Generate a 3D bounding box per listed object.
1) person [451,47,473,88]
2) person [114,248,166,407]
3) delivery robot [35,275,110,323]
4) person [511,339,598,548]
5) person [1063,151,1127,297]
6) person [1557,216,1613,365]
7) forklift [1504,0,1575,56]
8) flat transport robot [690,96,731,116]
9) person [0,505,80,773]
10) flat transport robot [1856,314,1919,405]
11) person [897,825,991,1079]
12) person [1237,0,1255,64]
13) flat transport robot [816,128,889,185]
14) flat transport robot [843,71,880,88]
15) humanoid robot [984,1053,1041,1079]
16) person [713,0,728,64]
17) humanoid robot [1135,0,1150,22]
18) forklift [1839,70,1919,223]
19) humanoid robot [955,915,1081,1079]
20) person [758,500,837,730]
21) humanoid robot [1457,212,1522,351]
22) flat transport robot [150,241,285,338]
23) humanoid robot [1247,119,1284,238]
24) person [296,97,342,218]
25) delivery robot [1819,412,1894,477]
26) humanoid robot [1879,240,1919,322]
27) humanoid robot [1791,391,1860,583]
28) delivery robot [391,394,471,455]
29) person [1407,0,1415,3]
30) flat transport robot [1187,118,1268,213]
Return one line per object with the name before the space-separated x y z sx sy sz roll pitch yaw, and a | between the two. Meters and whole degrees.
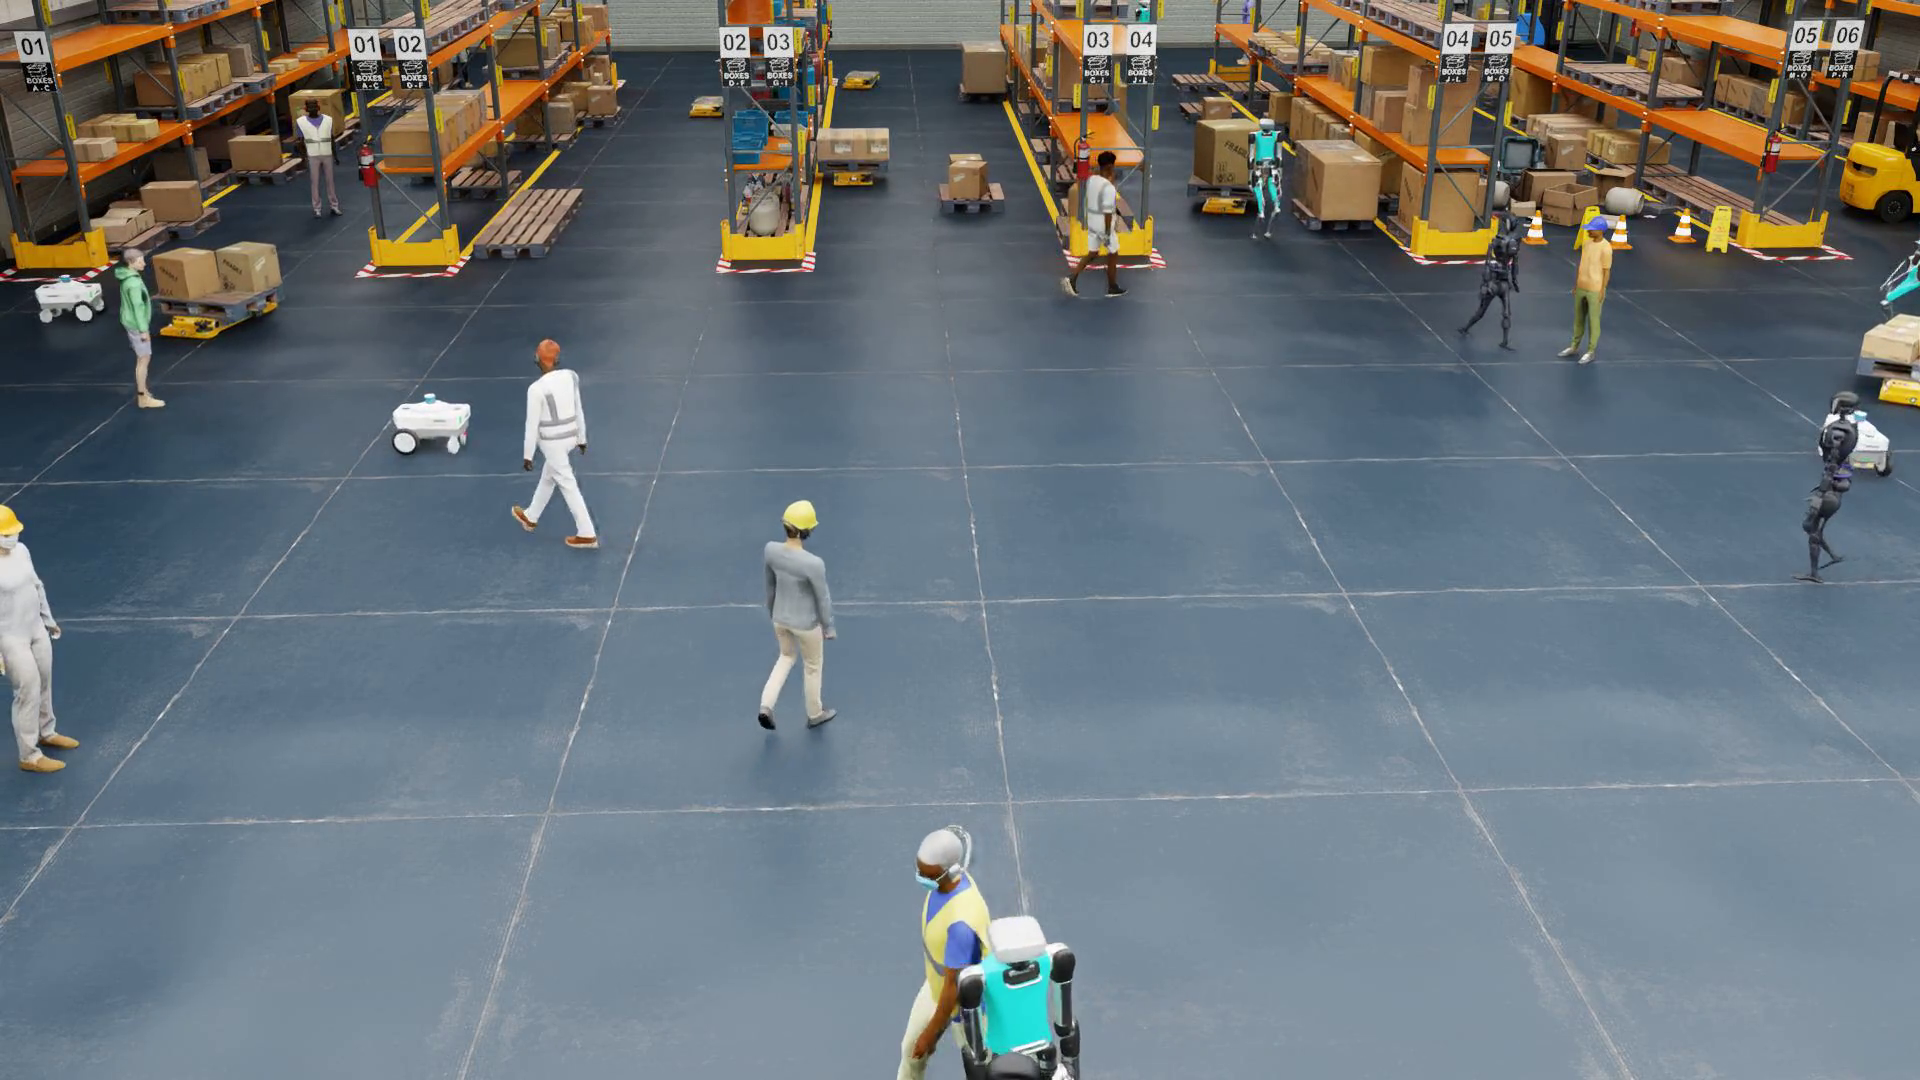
person | -11.366 -11.095 37.644 0.539 1.694 0.317 2 24 4
person | -8.770 -2.272 17.785 0.339 1.727 0.537 -14 28 -29
delivery robot | -11.199 -3.038 20.938 0.785 0.587 0.499 -2 24 -4
person | -3.600 -0.847 14.461 0.996 1.815 0.646 11 26 23
person | 1.799 -4.083 21.597 0.843 1.942 0.605 -14 27 -28
person | 7.245 -2.883 19.172 0.368 1.715 0.454 -10 26 -21
forklift | 14.700 -13.805 42.301 1.873 2.768 1.129 -1 24 -2
flat transport robot | -5.250 -9.131 34.990 0.659 0.231 1.431 0 24 1
person | -6.245 0.628 11.082 0.390 1.885 0.593 1 24 3
flat transport robot | 10.645 -1.781 18.475 0.659 0.231 1.431 13 27 27
person | -0.010 2.134 7.747 0.957 1.844 0.499 -9 26 -20
person | 7.106 -12.689 41.105 0.395 1.799 0.588 2 24 5
flat transport robot | -1.832 -6.353 28.747 0.659 0.231 1.431 -1 24 -2
flat transport robot | -2.270 -10.595 38.280 0.659 0.231 1.431 2 24 5
humanoid robot | 0.206 2.690 6.733 0.606 1.642 0.619 -3 24 -7
person | -5.715 -12.595 40.986 0.905 1.720 0.555 -10 26 -21
humanoid robot | 4.139 -11.843 39.114 0.533 1.677 0.735 -18 30 -35
forklift | 15.132 -6.143 25.915 2.313 2.155 1.214 -1 24 -2
humanoid robot | 0.346 2.520 7.063 0.541 1.807 0.804 -9 25 -19
person | -1.123 0.547 11.421 0.544 1.744 0.586 17 29 33
humanoid robot | 6.383 -3.110 19.799 0.613 1.624 0.782 -14 27 -28
flat transport robot | -9.262 -2.819 20.806 0.659 0.231 1.431 6 25 12
humanoid robot | 4.510 -5.234 24.438 0.551 1.802 0.729 -2 24 -3
person | -10.007 -5.980 25.974 0.569 1.840 0.373 -17 29 -33
delivery robot | 8.753 -0.953 16.257 0.499 0.591 0.781 1 24 2
humanoid robot | 11.296 -3.209 19.858 0.718 1.775 0.535 3 24 7
humanoid robot | 7.199 -0.416 13.684 0.403 1.645 0.599 14 27 28
delivery robot | -5.341 -1.168 16.762 0.779 0.608 0.507 0 24 0
person | 10.629 -12.100 39.786 1.009 1.792 0.555 -5 25 -12
flat transport robot | 4.318 -5.532 26.904 0.659 0.231 1.431 5 25 12
